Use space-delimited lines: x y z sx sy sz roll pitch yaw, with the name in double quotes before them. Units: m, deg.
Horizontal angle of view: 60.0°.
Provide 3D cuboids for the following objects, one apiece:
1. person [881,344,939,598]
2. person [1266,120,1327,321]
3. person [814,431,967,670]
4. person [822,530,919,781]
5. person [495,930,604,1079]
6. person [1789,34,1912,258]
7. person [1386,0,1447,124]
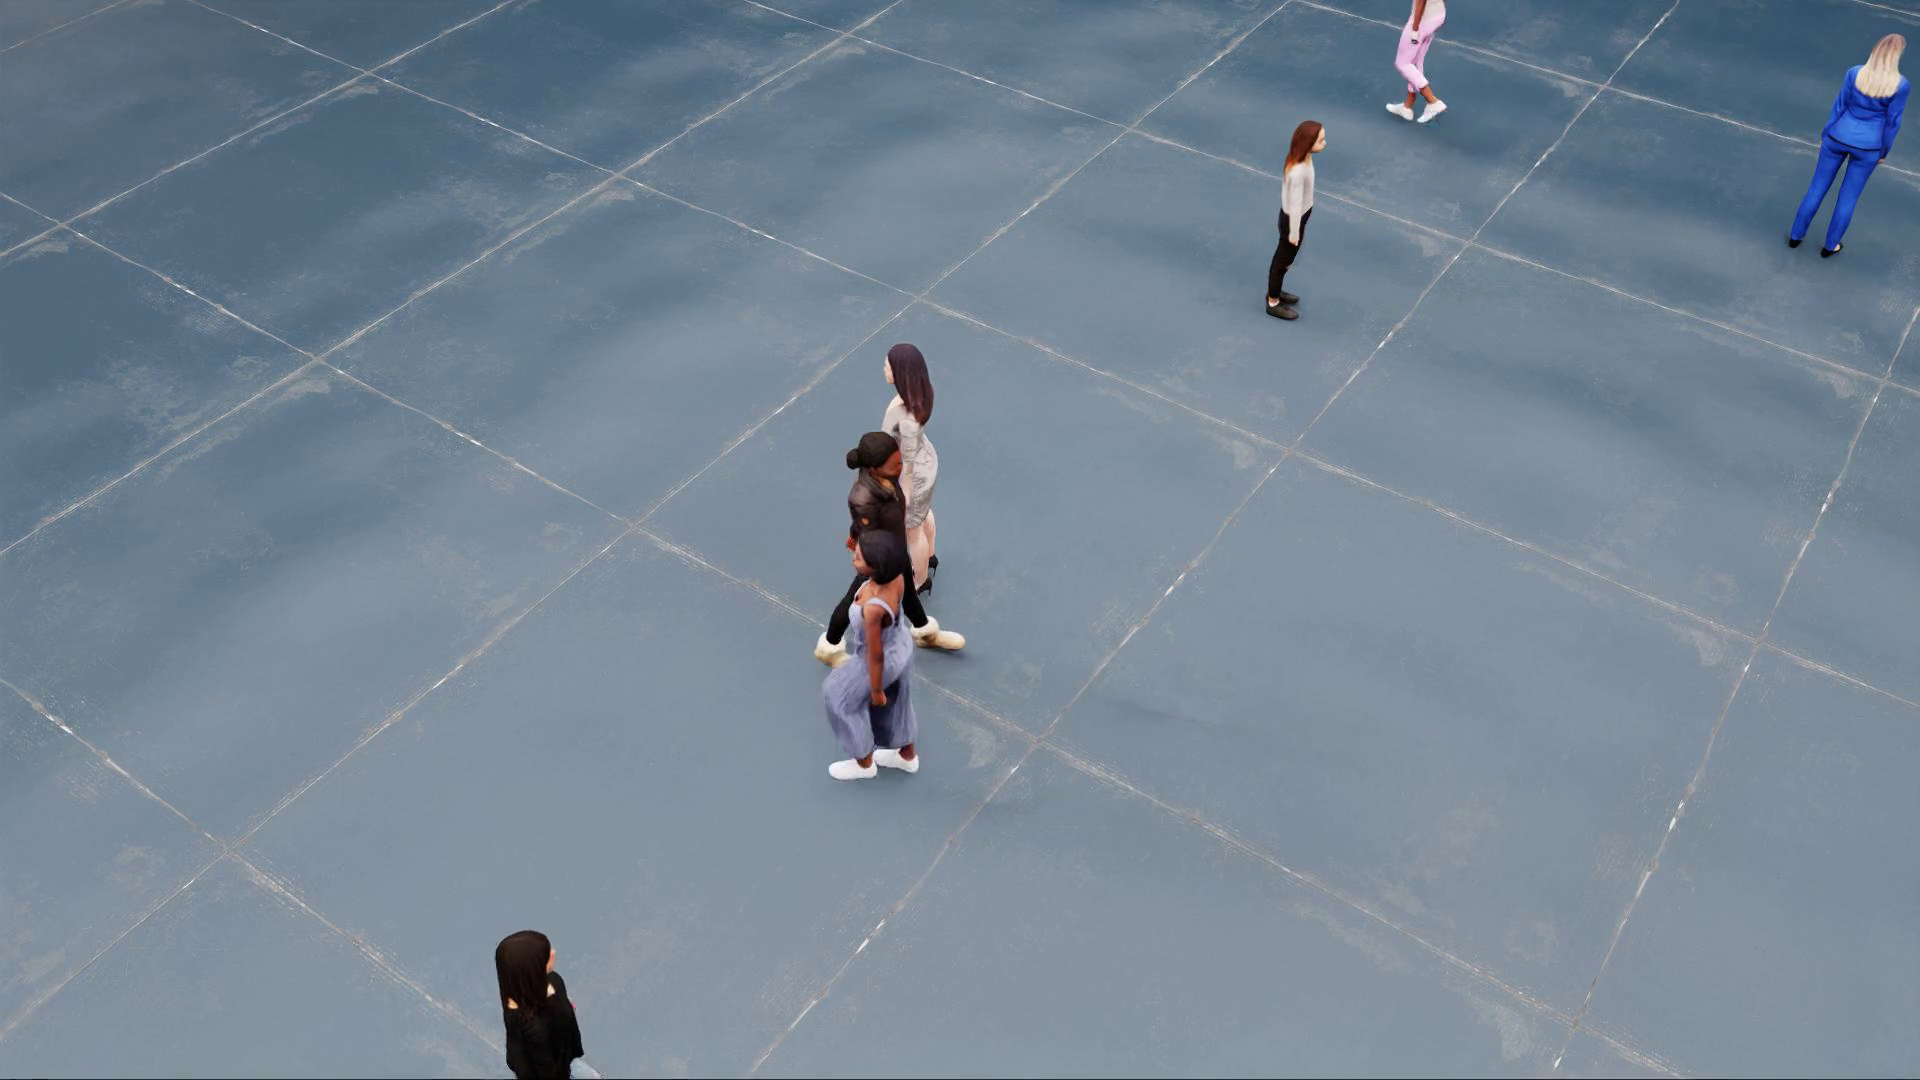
"person" -0.256 -0.368 9.334 0.672 1.744 0.660 3 43 3
"person" 2.303 -2.231 11.519 0.589 1.484 0.606 8 44 9
"person" -0.289 0.119 8.883 0.870 1.647 1.127 23 48 23
"person" -0.312 0.614 8.325 0.793 1.684 0.698 12 44 13
"person" -1.769 2.118 6.767 0.893 1.613 1.061 -24 48 -23
"person" 6.449 -2.846 12.020 0.497 1.700 0.693 29 50 27
"person" 3.818 -4.134 13.379 0.829 1.728 0.640 32 52 29
